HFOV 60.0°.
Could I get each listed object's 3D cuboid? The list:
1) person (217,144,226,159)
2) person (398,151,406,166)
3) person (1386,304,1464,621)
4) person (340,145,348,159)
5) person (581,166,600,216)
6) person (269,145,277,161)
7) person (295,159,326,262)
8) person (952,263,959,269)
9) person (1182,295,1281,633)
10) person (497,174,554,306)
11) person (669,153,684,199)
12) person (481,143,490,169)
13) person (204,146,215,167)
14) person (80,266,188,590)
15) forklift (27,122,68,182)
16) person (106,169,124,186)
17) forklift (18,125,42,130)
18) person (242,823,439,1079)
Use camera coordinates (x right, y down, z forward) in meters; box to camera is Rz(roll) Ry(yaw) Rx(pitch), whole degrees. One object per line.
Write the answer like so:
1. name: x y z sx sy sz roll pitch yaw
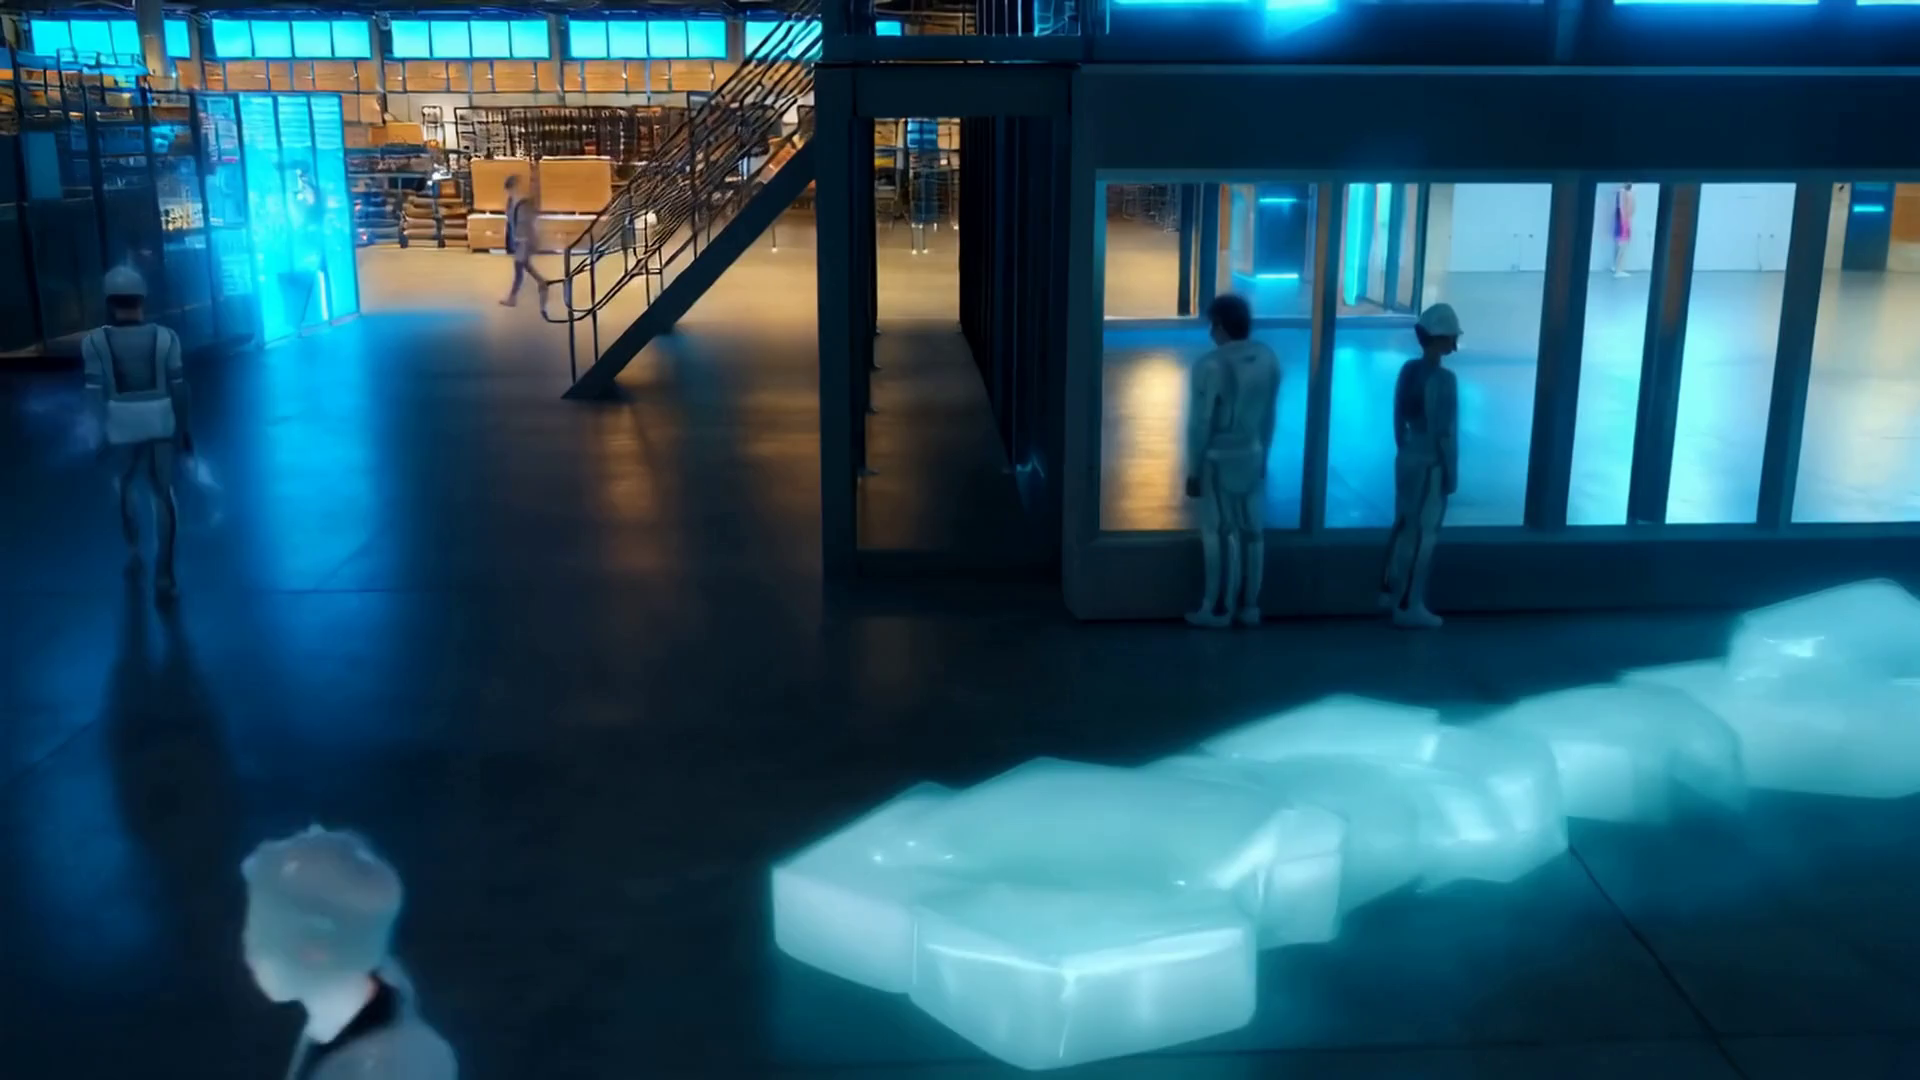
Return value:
1. person: -39.208 -20.213 88.503 0.859 1.703 0.504 8 16 28
2. person: -27.390 -18.529 81.521 0.453 1.830 0.559 -4 15 -17
3. person: 2.619 -0.430 9.314 0.311 1.768 0.522 -5 15 -18
4. person: -30.588 -18.749 82.552 0.340 1.749 0.572 4 15 14
5. person: -9.263 -8.514 41.722 0.926 1.718 0.522 3 14 10
6. person: -30.671 -16.708 74.265 0.432 1.813 0.614 0 14 0
7. person: -13.129 -6.674 33.709 0.539 2.000 0.688 -1 14 -3
8. person: 0.159 -6.052 31.486 0.800 1.907 0.578 -4 15 -16
9. person: 1.457 -0.415 9.105 0.634 1.839 0.429 -12 18 -39
10. person: -6.721 -4.629 25.637 0.608 2.006 1.014 13 19 43
11. person: -8.911 -11.280 52.465 0.509 1.872 0.328 -8 16 -29
12. person: -21.886 -17.254 76.306 0.792 1.880 0.671 -1 14 -4
13. person: -29.780 -14.696 66.074 0.771 1.896 0.634 -2 14 -10
14. person: -4.899 -0.664 9.936 0.547 1.917 0.582 -8 16 -29
15. forklift: -35.376 -14.773 64.377 1.129 2.768 1.873 -1 14 -2
16. person: -15.828 -5.982 31.209 0.802 1.916 0.634 6 15 24
17. forklift: -37.666 -15.590 67.642 1.129 2.768 1.873 -1 14 -2
18. person: -0.955 1.261 2.703 0.366 1.683 0.550 -5 15 -18
